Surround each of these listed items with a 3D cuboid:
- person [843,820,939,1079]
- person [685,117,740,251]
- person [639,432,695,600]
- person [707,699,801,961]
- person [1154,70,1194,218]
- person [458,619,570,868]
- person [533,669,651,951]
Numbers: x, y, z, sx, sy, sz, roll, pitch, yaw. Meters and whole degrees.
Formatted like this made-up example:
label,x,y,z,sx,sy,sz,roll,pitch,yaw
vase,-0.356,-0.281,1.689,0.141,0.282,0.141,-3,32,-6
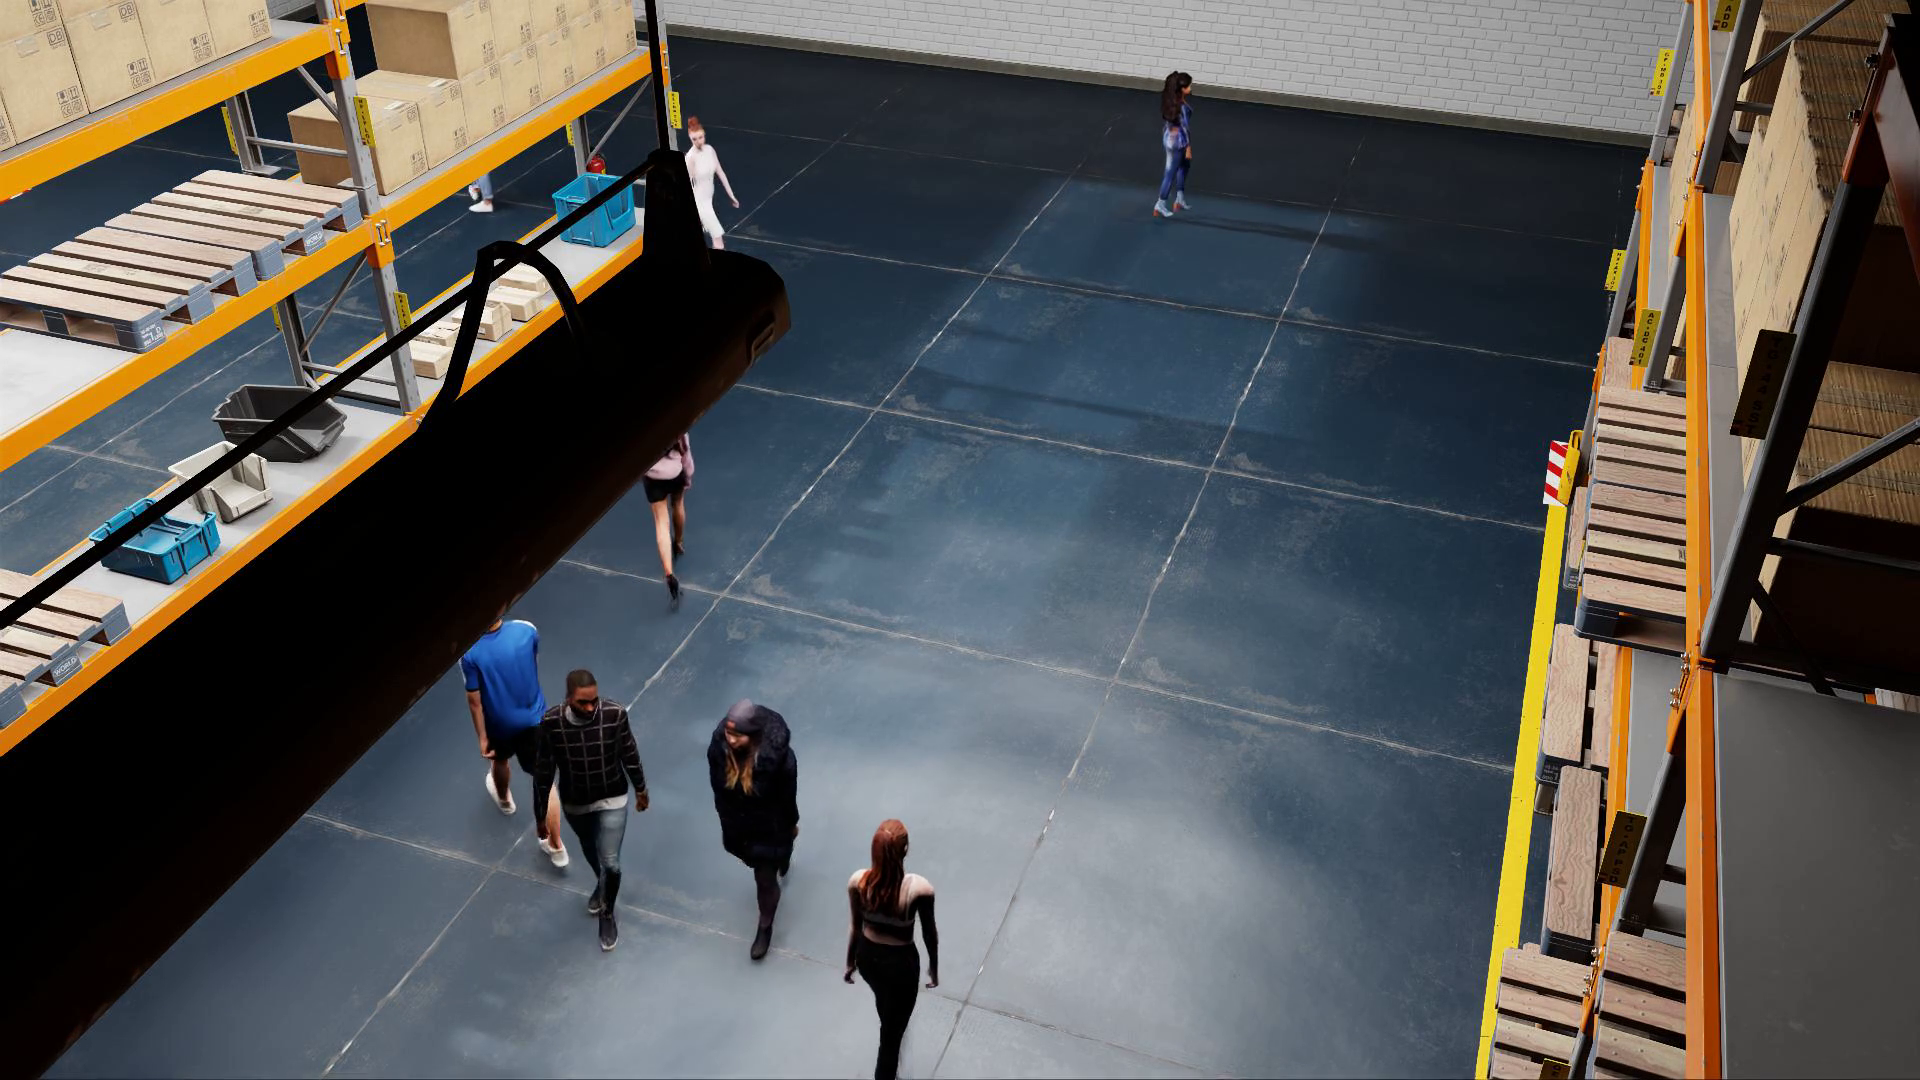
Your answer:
label,x,y,z,sx,sy,sz,roll,pitch,yaw
person,-0.369,2.164,8.152,0.644,1.692,1.015,11,35,16
person,-2.597,-3.294,16.316,0.695,1.744,0.976,14,36,19
person,-2.124,-0.389,11.918,0.966,1.775,1.184,-5,34,-7
person,-1.090,1.489,9.199,0.696,1.656,1.008,9,35,13
person,2.236,-4.225,17.840,0.837,1.607,0.764,-5,34,-7
person,-2.541,1.090,9.652,1.198,1.819,1.182,-20,38,-27
person,-2.018,1.361,9.267,0.908,1.793,0.973,1,34,2
